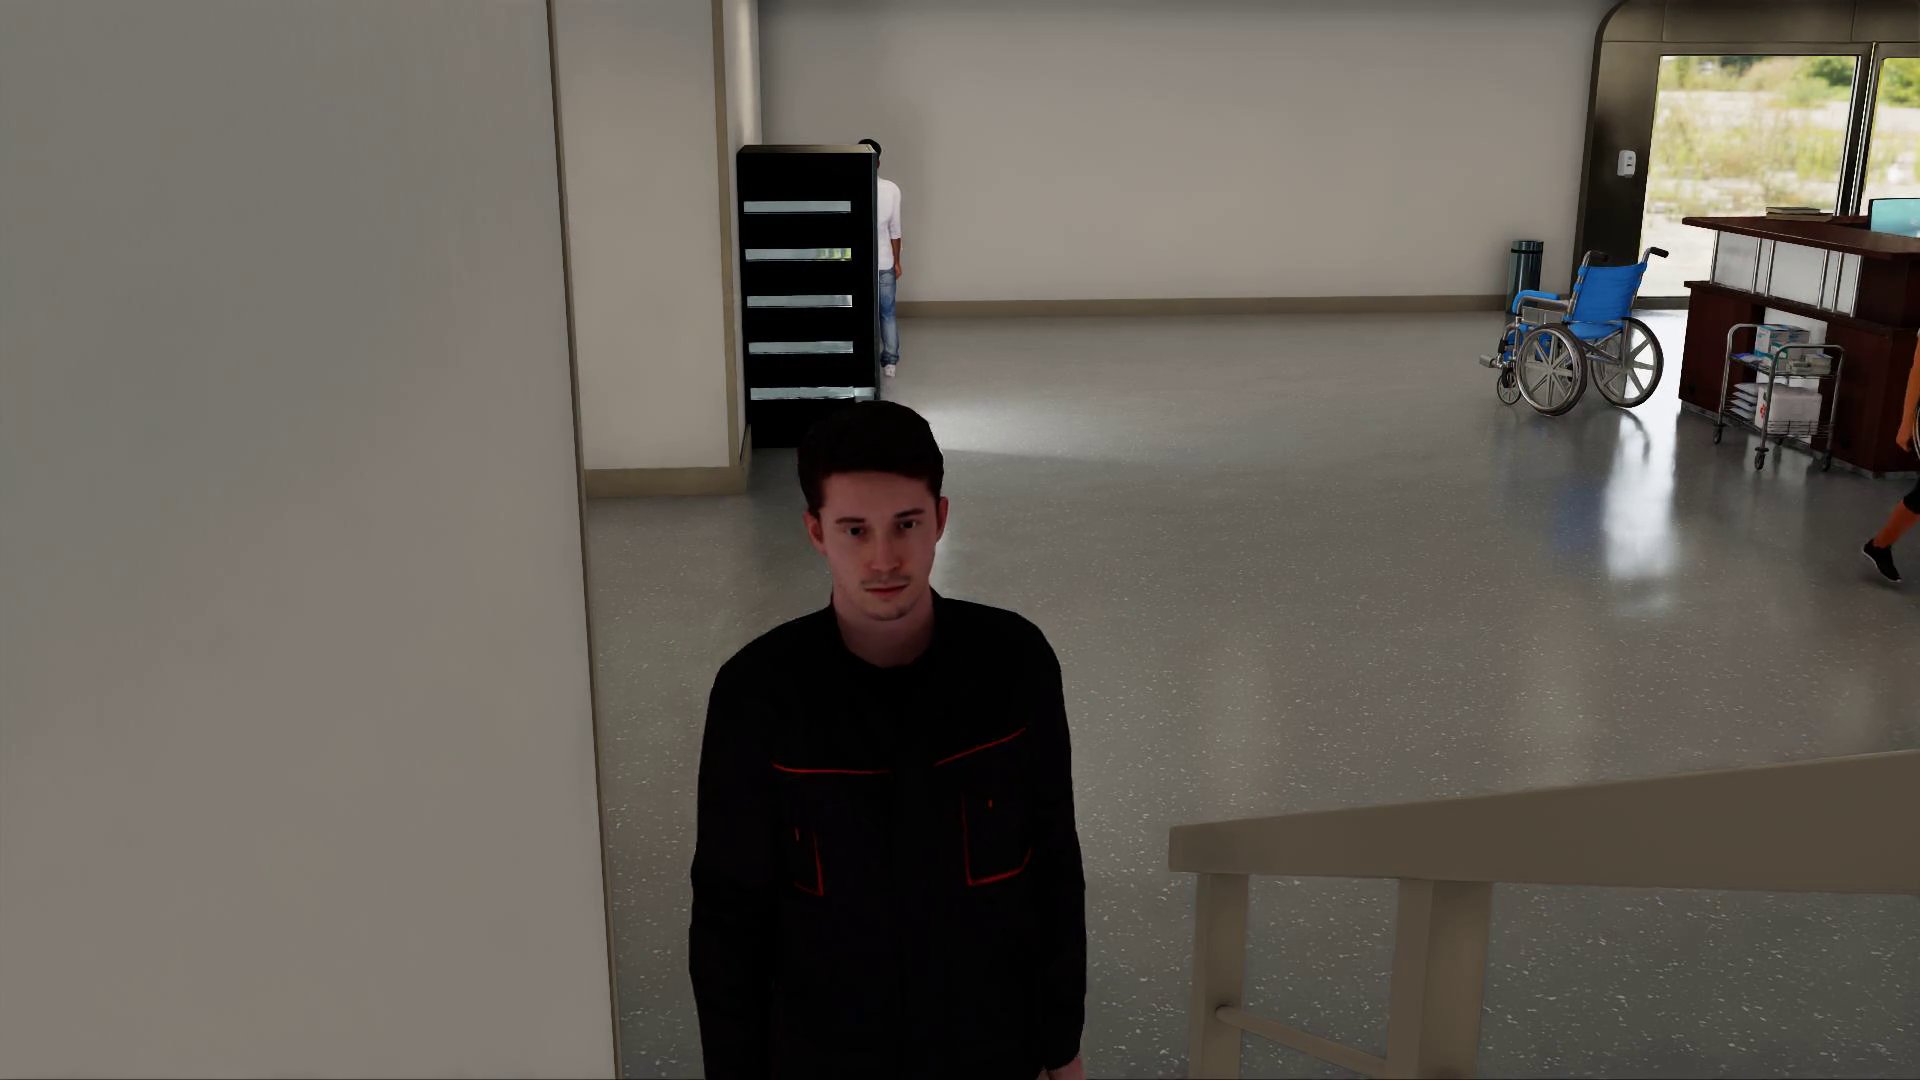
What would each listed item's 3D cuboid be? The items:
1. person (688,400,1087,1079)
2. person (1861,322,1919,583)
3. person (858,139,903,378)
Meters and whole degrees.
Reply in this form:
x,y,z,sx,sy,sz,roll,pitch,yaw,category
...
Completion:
x,y,z,sx,sy,sz,roll,pitch,yaw,category
-0.088,0.732,2.371,0.753,1.913,0.790,-3,16,-12,person
4.319,-0.527,7.350,0.656,1.634,1.091,-3,16,-9,person
-0.697,-2.172,12.853,0.690,1.814,0.638,-5,16,-17,person
